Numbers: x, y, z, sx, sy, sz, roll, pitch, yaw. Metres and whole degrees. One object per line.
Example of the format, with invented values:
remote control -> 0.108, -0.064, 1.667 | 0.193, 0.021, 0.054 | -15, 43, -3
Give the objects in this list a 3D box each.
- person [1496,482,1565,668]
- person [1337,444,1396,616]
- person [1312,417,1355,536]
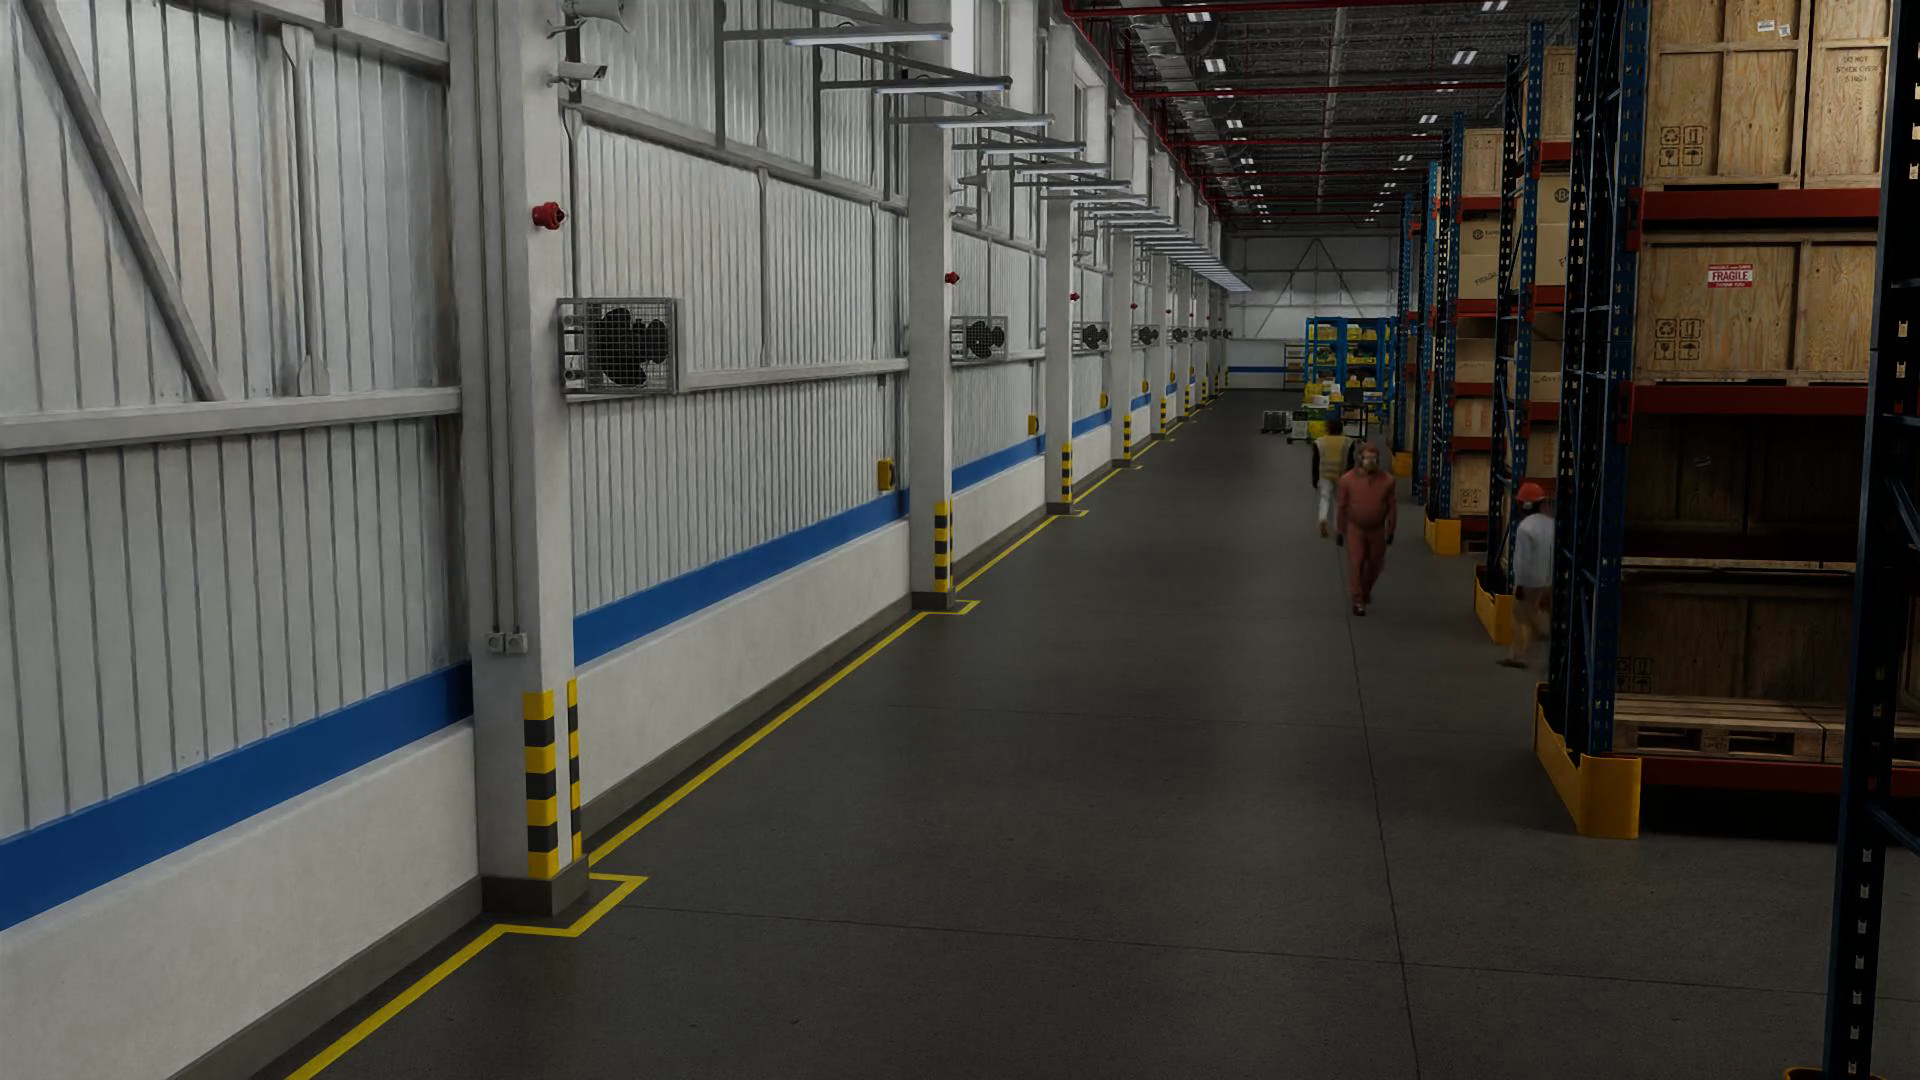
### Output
person -> 5.252, 0.336, 15.221 | 0.577, 1.739, 0.561 | -6, 10, -42
person -> 4.477, -0.127, 18.376 | 0.651, 1.891, 0.613 | 0, 7, 1
person -> 5.653, -0.950, 25.230 | 0.631, 1.819, 0.804 | 2, 8, 19
